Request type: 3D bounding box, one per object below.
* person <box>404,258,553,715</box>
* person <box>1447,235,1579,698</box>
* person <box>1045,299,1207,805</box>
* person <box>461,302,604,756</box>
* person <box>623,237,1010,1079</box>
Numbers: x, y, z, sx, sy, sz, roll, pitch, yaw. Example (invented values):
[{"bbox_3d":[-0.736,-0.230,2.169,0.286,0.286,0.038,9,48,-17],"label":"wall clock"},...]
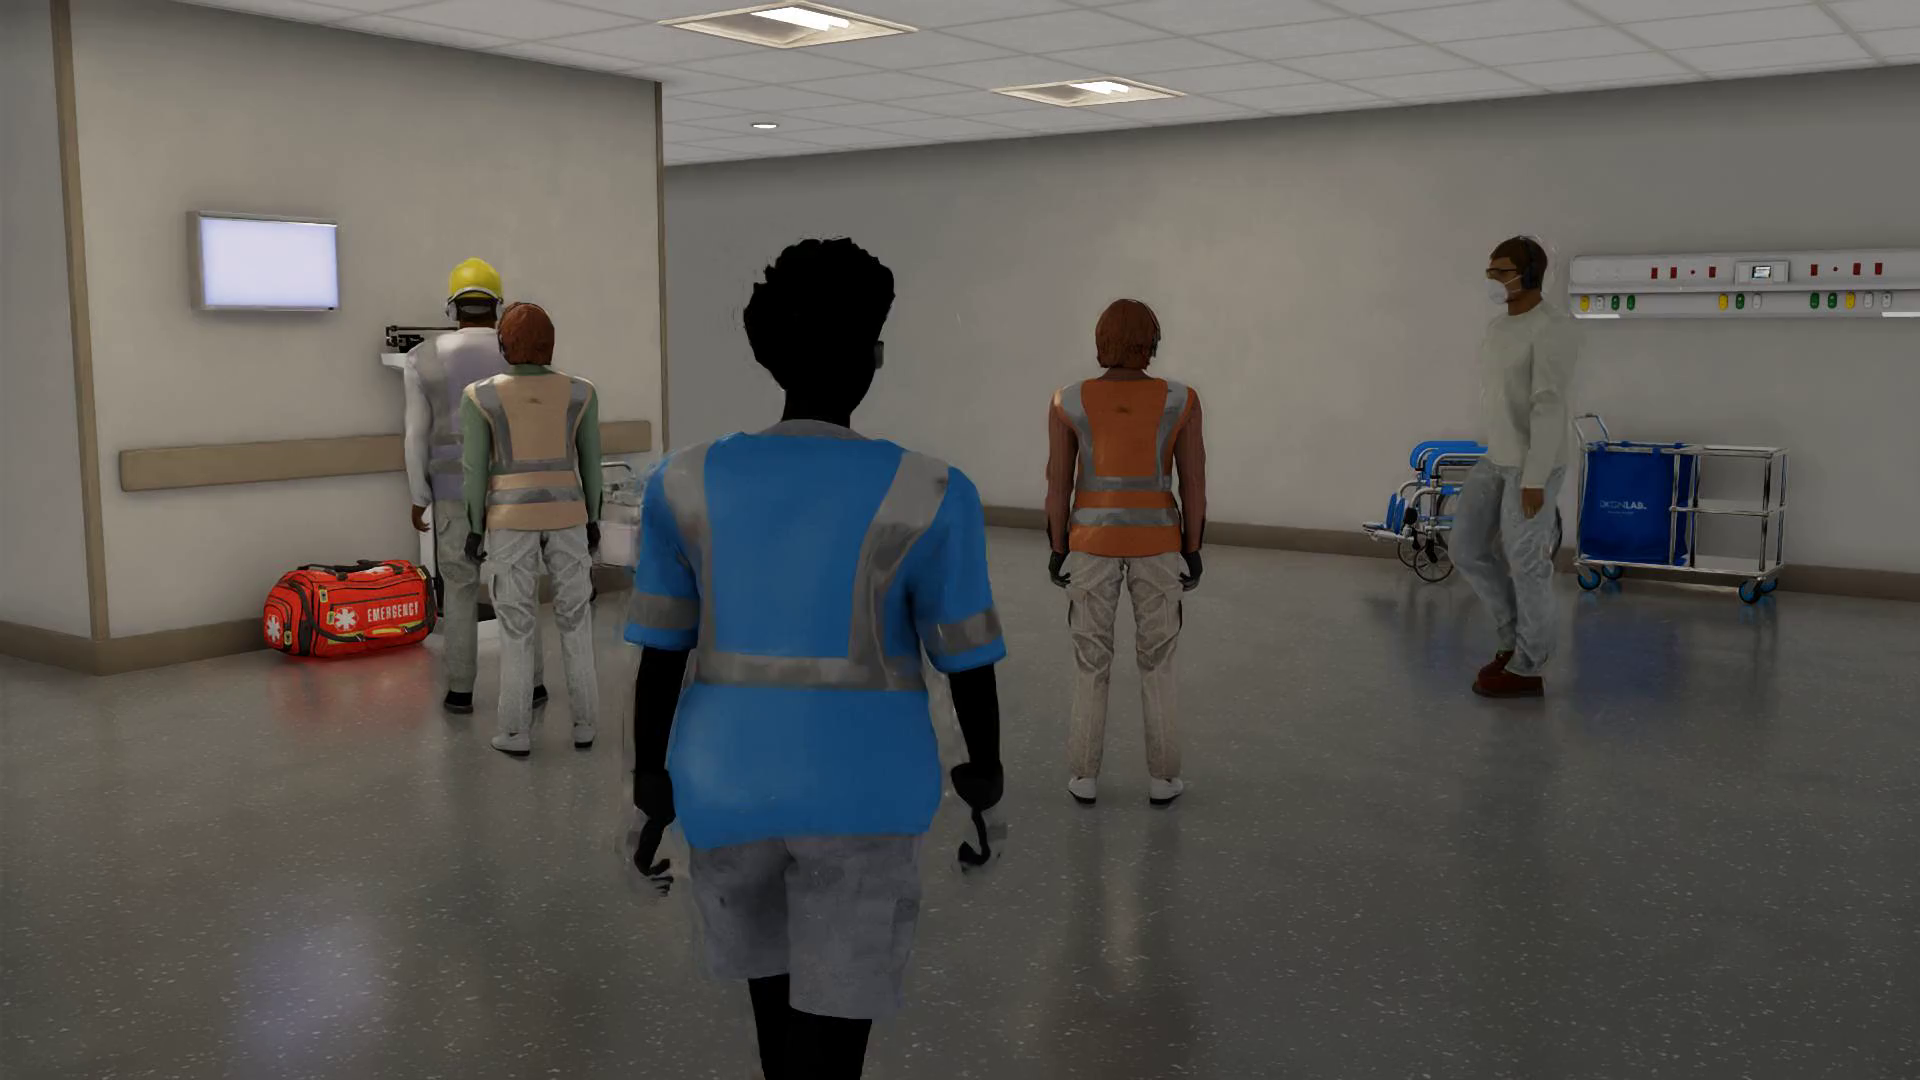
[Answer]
[{"bbox_3d":[-1.919,-0.214,6.712,0.600,1.827,0.404,-2,7,-18],"label":"person"},{"bbox_3d":[2.296,-0.287,6.910,0.438,1.925,0.657,-1,7,-8],"label":"person"},{"bbox_3d":[0.535,0.046,5.384,0.522,1.640,0.306,1,7,6],"label":"person"},{"bbox_3d":[-1.543,-0.037,6.043,0.513,1.642,0.313,-4,8,-27],"label":"person"},{"bbox_3d":[-0.201,0.389,2.506,0.550,1.653,0.850,2,7,16],"label":"person"}]
